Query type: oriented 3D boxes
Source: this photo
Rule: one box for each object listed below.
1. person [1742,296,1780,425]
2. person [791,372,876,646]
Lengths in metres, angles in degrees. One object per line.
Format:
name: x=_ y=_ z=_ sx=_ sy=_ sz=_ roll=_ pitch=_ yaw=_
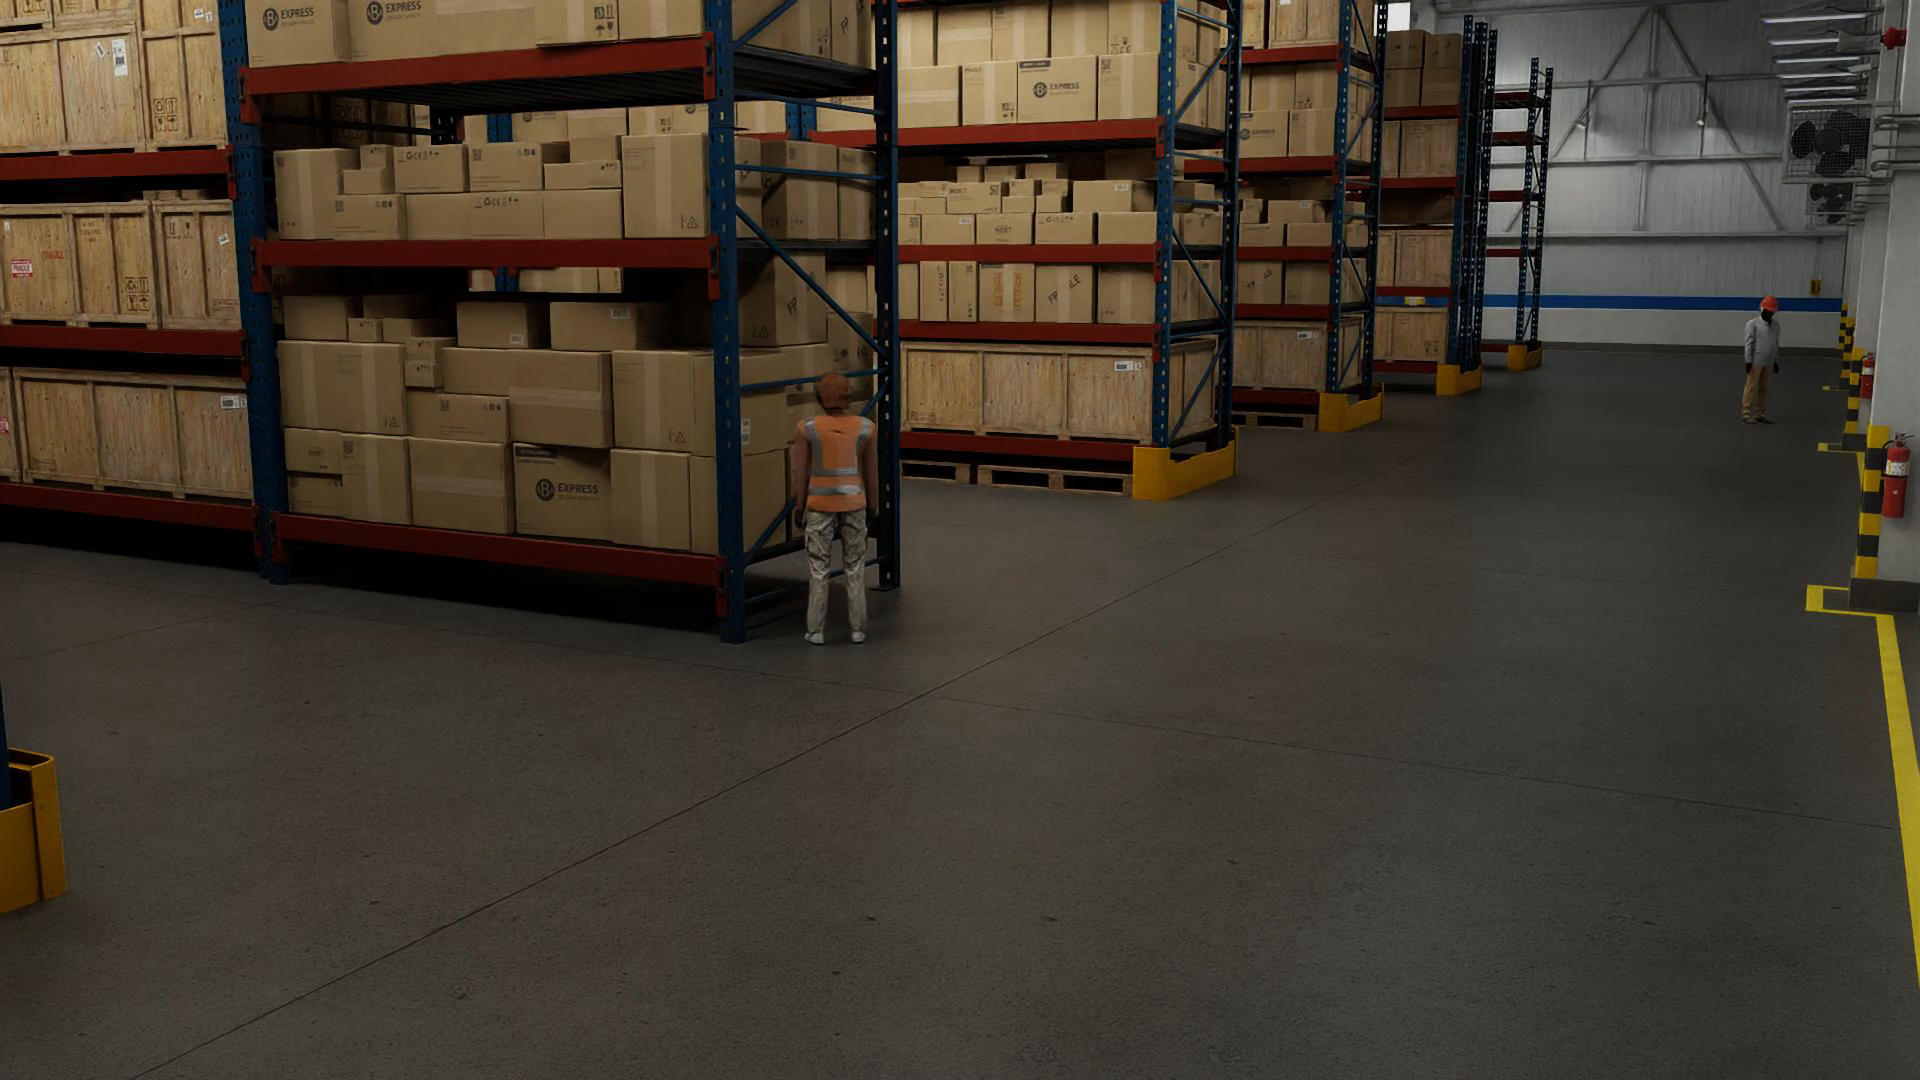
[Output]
person: x=10.955 y=-2.445 z=22.685 sx=0.563 sy=1.742 sz=0.338 roll=-3 pitch=10 yaw=-19
person: x=-0.746 y=-0.178 z=9.896 sx=0.518 sy=1.632 sz=0.315 roll=-3 pitch=10 yaw=-15
